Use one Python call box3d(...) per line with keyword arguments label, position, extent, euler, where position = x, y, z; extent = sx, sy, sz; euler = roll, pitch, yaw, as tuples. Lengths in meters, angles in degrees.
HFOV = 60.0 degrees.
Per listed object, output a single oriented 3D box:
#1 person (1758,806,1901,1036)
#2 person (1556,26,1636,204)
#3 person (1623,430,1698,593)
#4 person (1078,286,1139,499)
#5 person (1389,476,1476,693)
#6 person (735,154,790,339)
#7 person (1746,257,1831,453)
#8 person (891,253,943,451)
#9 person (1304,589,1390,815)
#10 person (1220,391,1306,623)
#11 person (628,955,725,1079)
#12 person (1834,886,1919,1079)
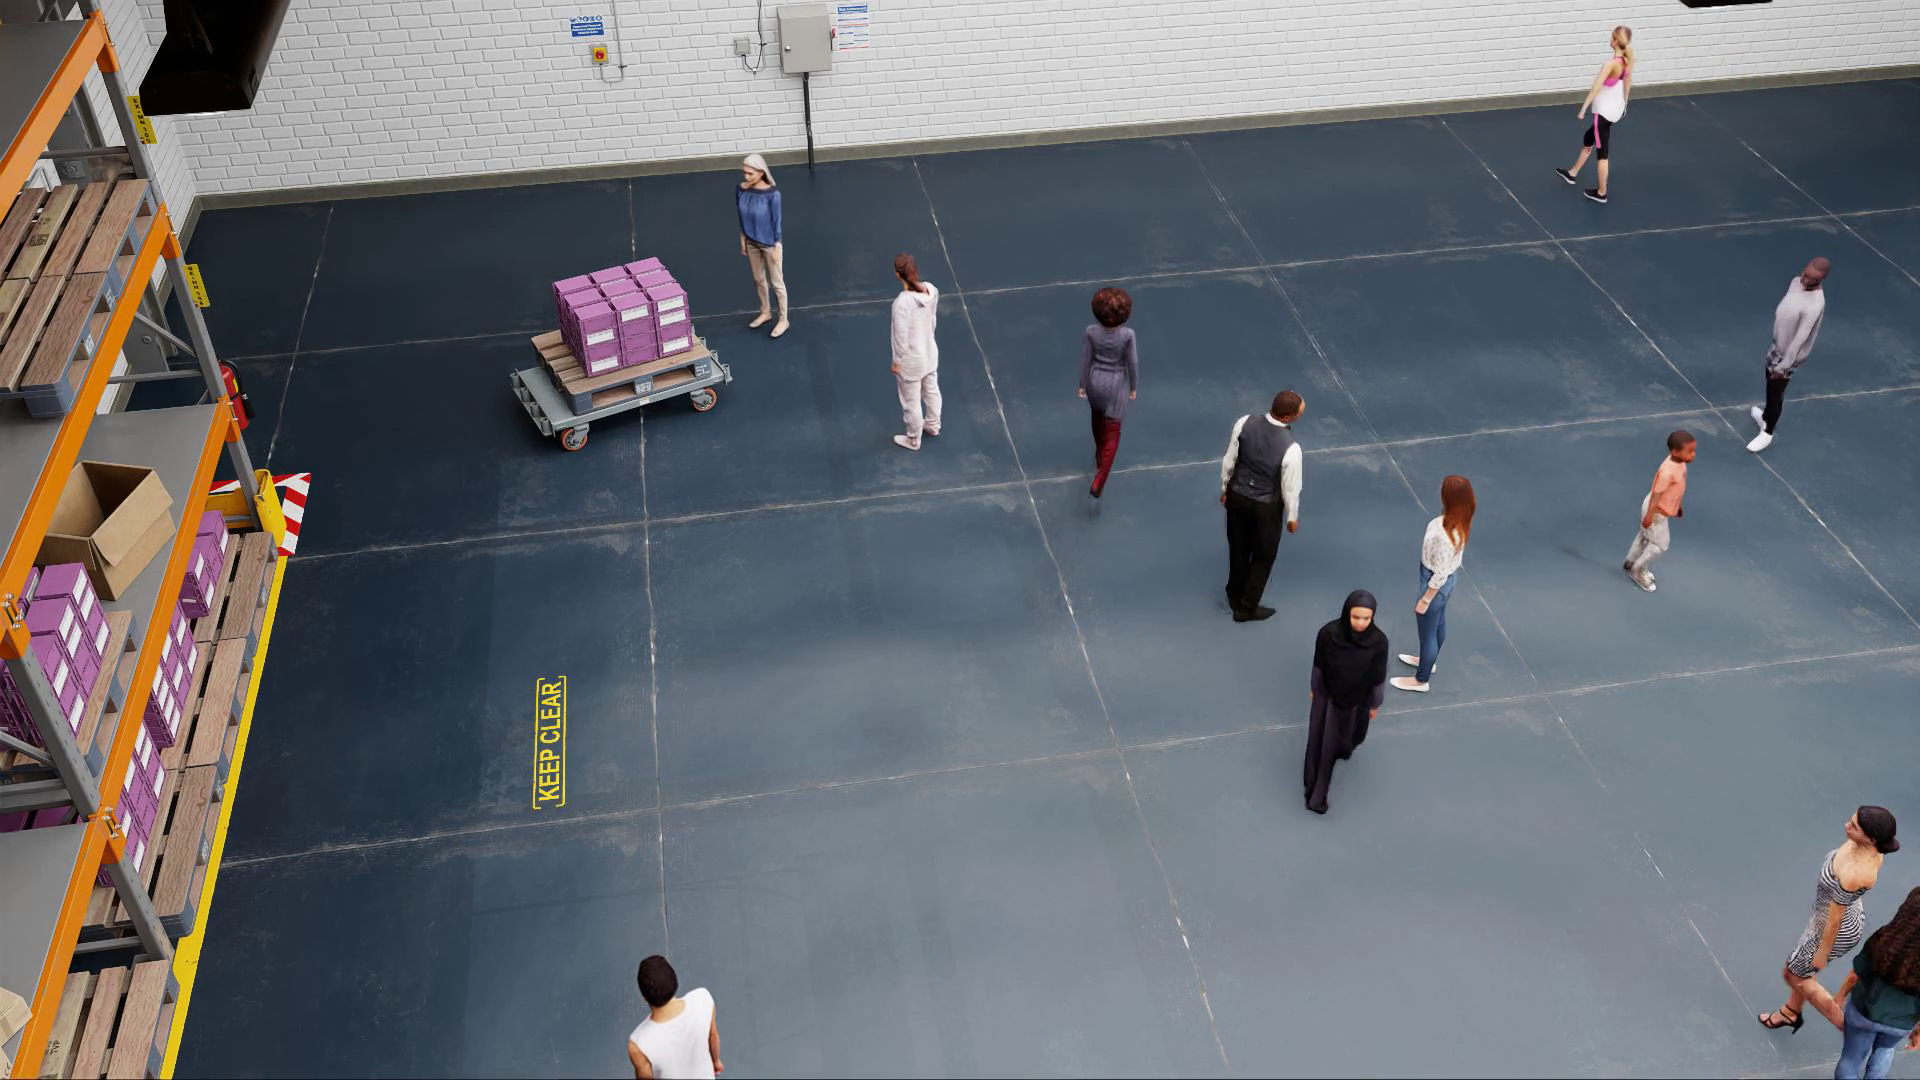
box3d(label="person", position=(4.622, 2.082, 8.635), extent=(0.945, 1.805, 0.871), euler=(27, 46, 30))
box3d(label="person", position=(6.491, -4.184, 16.513), extent=(0.874, 1.766, 1.033), euler=(-24, 44, -27))
box3d(label="person", position=(4.983, -0.264, 11.978), extent=(0.640, 1.299, 0.584), euler=(27, 46, 30))
box3d(label="person", position=(1.117, -1.104, 12.719), extent=(0.889, 1.688, 1.156), euler=(9, 39, 11))
box3d(label="person", position=(3.153, 0.283, 10.953), extent=(0.712, 1.725, 0.626), euler=(18, 42, 21))
box3d(label="person", position=(-1.721, -2.608, 14.593), extent=(0.713, 1.699, 0.756), euler=(19, 43, 23))
box3d(label="person", position=(6.593, -1.526, 13.197), extent=(0.942, 1.750, 0.673), euler=(11, 40, 14))
box3d(label="person", position=(-0.339, -1.492, 13.204), extent=(0.767, 1.689, 0.725), euler=(28, 46, 31))
box3d(label="person", position=(2.387, 0.897, 10.285), extent=(0.886, 1.599, 1.115), euler=(9, 39, 11))
box3d(label="person", position=(2.033, -0.260, 11.495), extent=(0.863, 1.896, 0.922), euler=(13, 40, 16))
box3d(label="person", position=(-1.347, 2.628, 7.967), extent=(0.736, 1.787, 0.756), euler=(-32, 48, -33))
box3d(label="person", position=(4.636, 2.433, 8.358), extent=(0.702, 1.603, 0.733), euler=(13, 40, 15))
